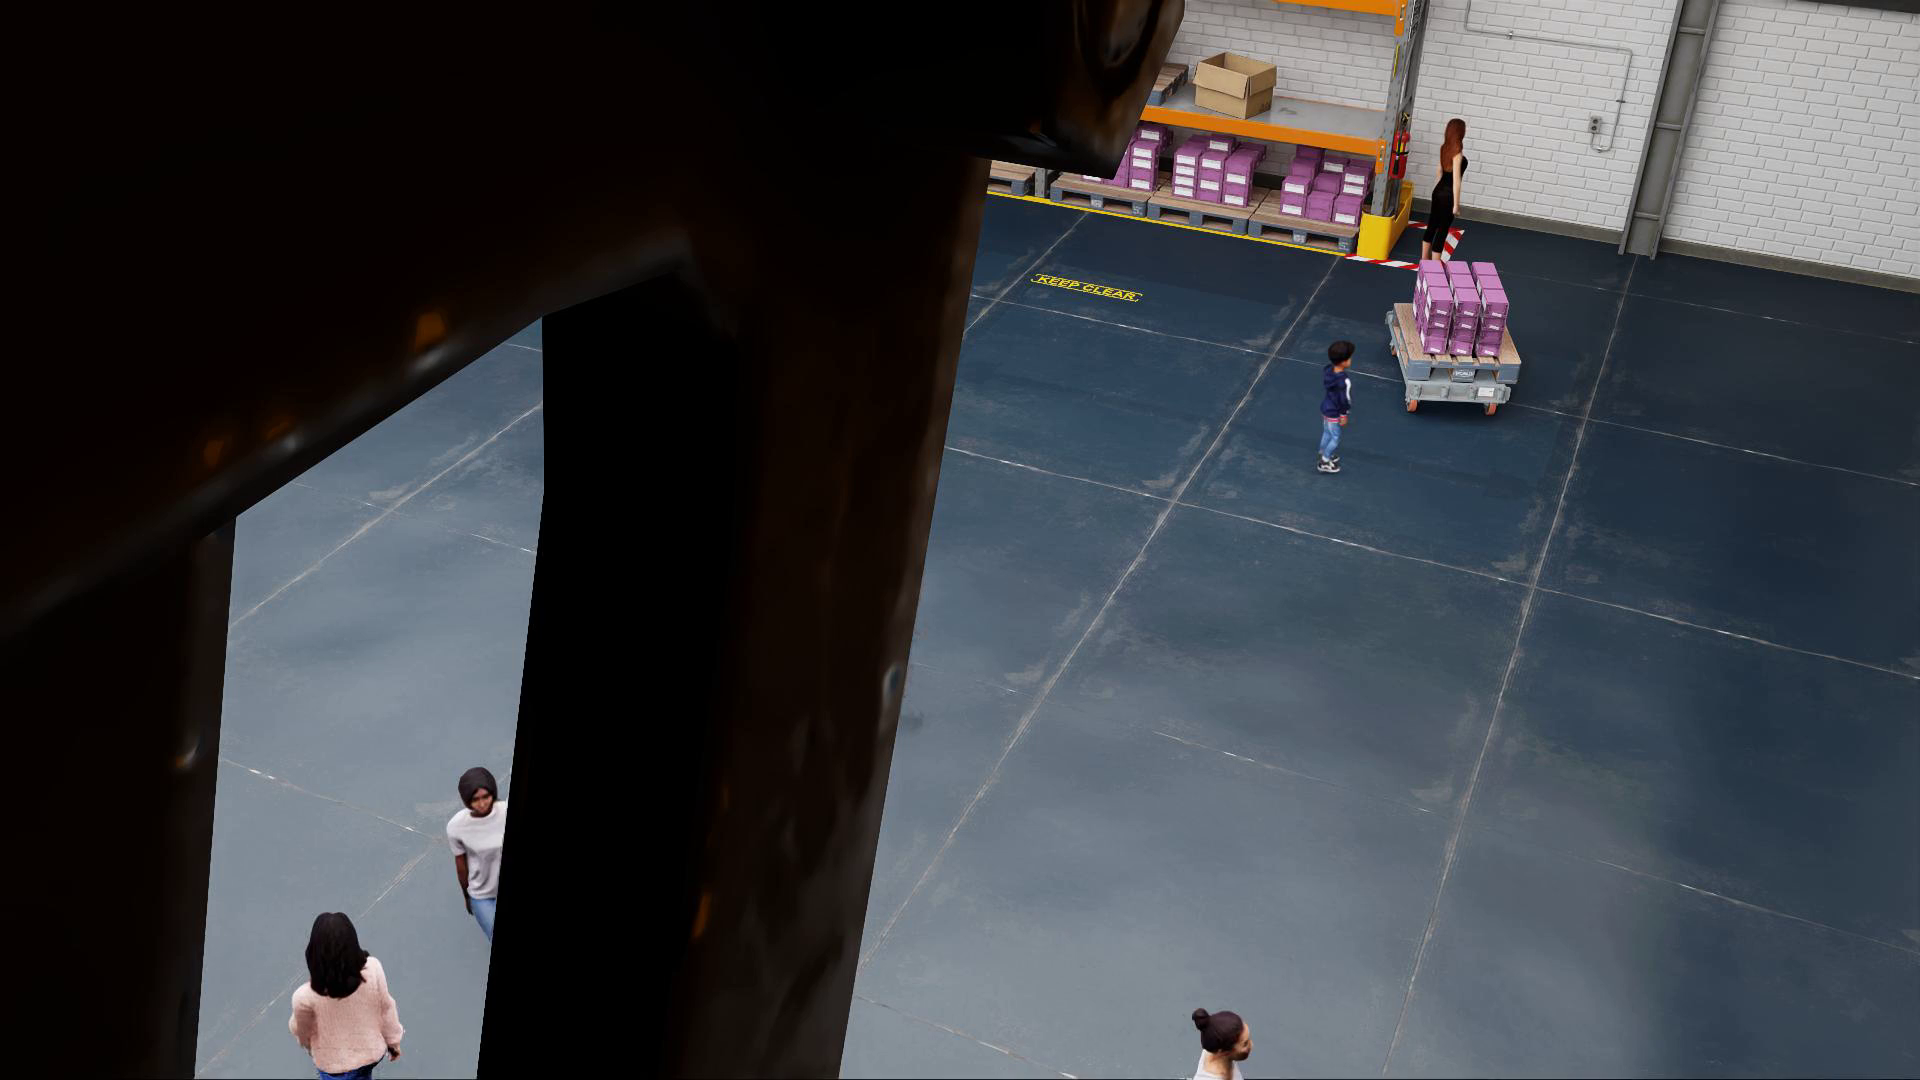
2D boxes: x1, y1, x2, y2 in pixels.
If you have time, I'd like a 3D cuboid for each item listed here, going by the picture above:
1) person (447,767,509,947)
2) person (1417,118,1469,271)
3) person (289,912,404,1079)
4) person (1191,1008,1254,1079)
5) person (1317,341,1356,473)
[{"bbox_3d":[-2.590,1.919,9.348,0.989,1.696,1.065,-13,36,-18],"label":"person"},{"bbox_3d":[5.150,-3.637,17.679,0.682,1.726,0.649,-6,34,-9],"label":"person"},{"bbox_3d":[-2.967,2.647,8.243,0.946,1.706,1.244,-25,41,-32],"label":"person"},{"bbox_3d":[1.130,2.849,8.037,0.690,1.598,0.660,5,34,7],"label":"person"},{"bbox_3d":[3.241,-1.157,14.404,0.638,1.222,0.605,-6,34,-9],"label":"person"}]
